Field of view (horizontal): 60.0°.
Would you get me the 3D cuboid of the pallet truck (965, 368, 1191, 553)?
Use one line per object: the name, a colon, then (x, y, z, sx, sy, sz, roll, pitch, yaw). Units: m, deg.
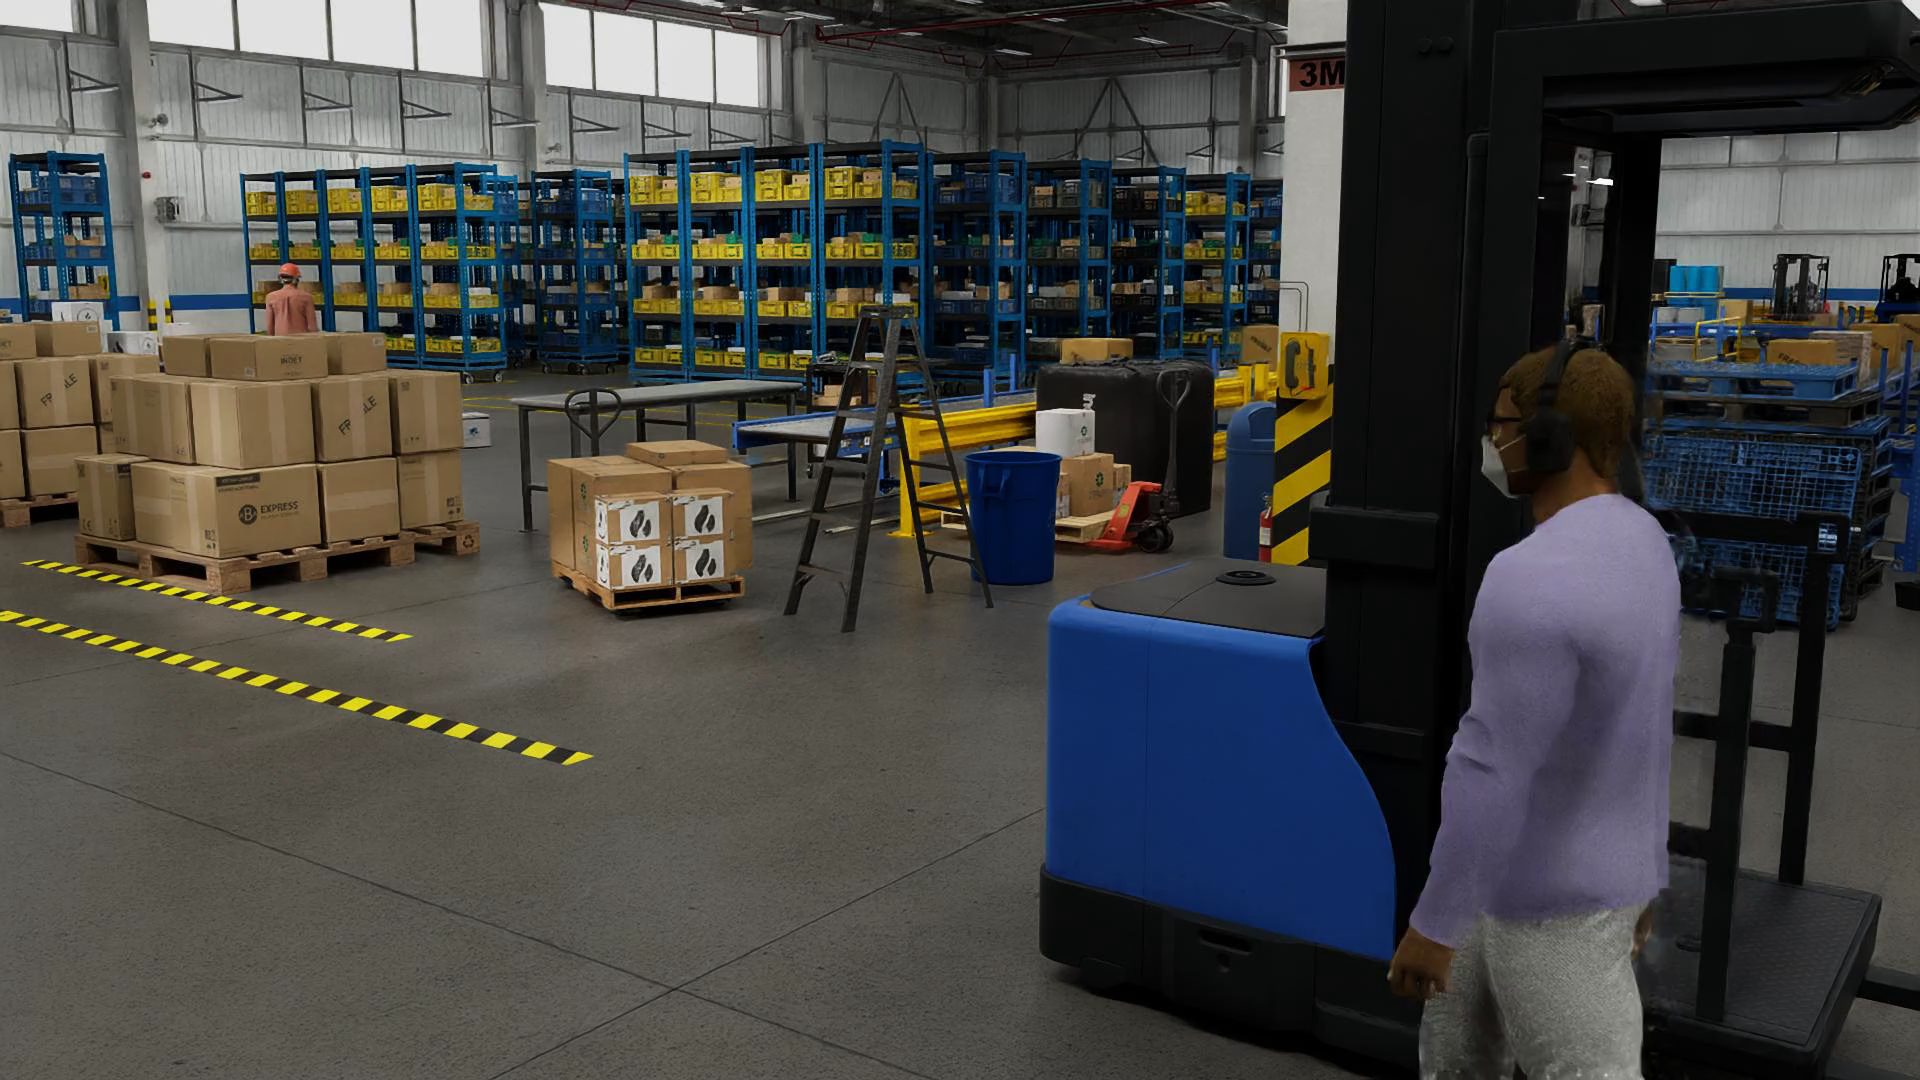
pallet truck: (0.845, -0.609, 11.869, 1.630, 1.274, 0.653, 7, 12, 35)

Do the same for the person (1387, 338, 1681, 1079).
person: (1.093, 0.602, 2.887, 0.990, 1.900, 0.632, 6, 11, 33)

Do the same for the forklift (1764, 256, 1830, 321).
forklift: (20.253, -5.854, 40.139, 1.157, 1.987, 2.680, 7, 12, 35)

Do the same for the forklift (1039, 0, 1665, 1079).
forklift: (1.249, -0.137, 4.360, 1.873, 2.768, 1.129, 7, 12, 35)

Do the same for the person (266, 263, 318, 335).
person: (-8.539, -2.540, 21.308, 0.626, 1.991, 0.380, -1, 10, -8)

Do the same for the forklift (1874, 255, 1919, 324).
forklift: (22.089, -5.634, 38.796, 1.157, 1.987, 2.680, 6, 11, 33)

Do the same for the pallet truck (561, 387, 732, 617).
pallet truck: (-1.981, -0.274, 10.088, 0.680, 1.201, 1.601, -5, 11, -28)

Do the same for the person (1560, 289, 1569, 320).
person: (11.407, -4.243, 32.067, 0.581, 1.790, 0.887, 7, 12, 35)
